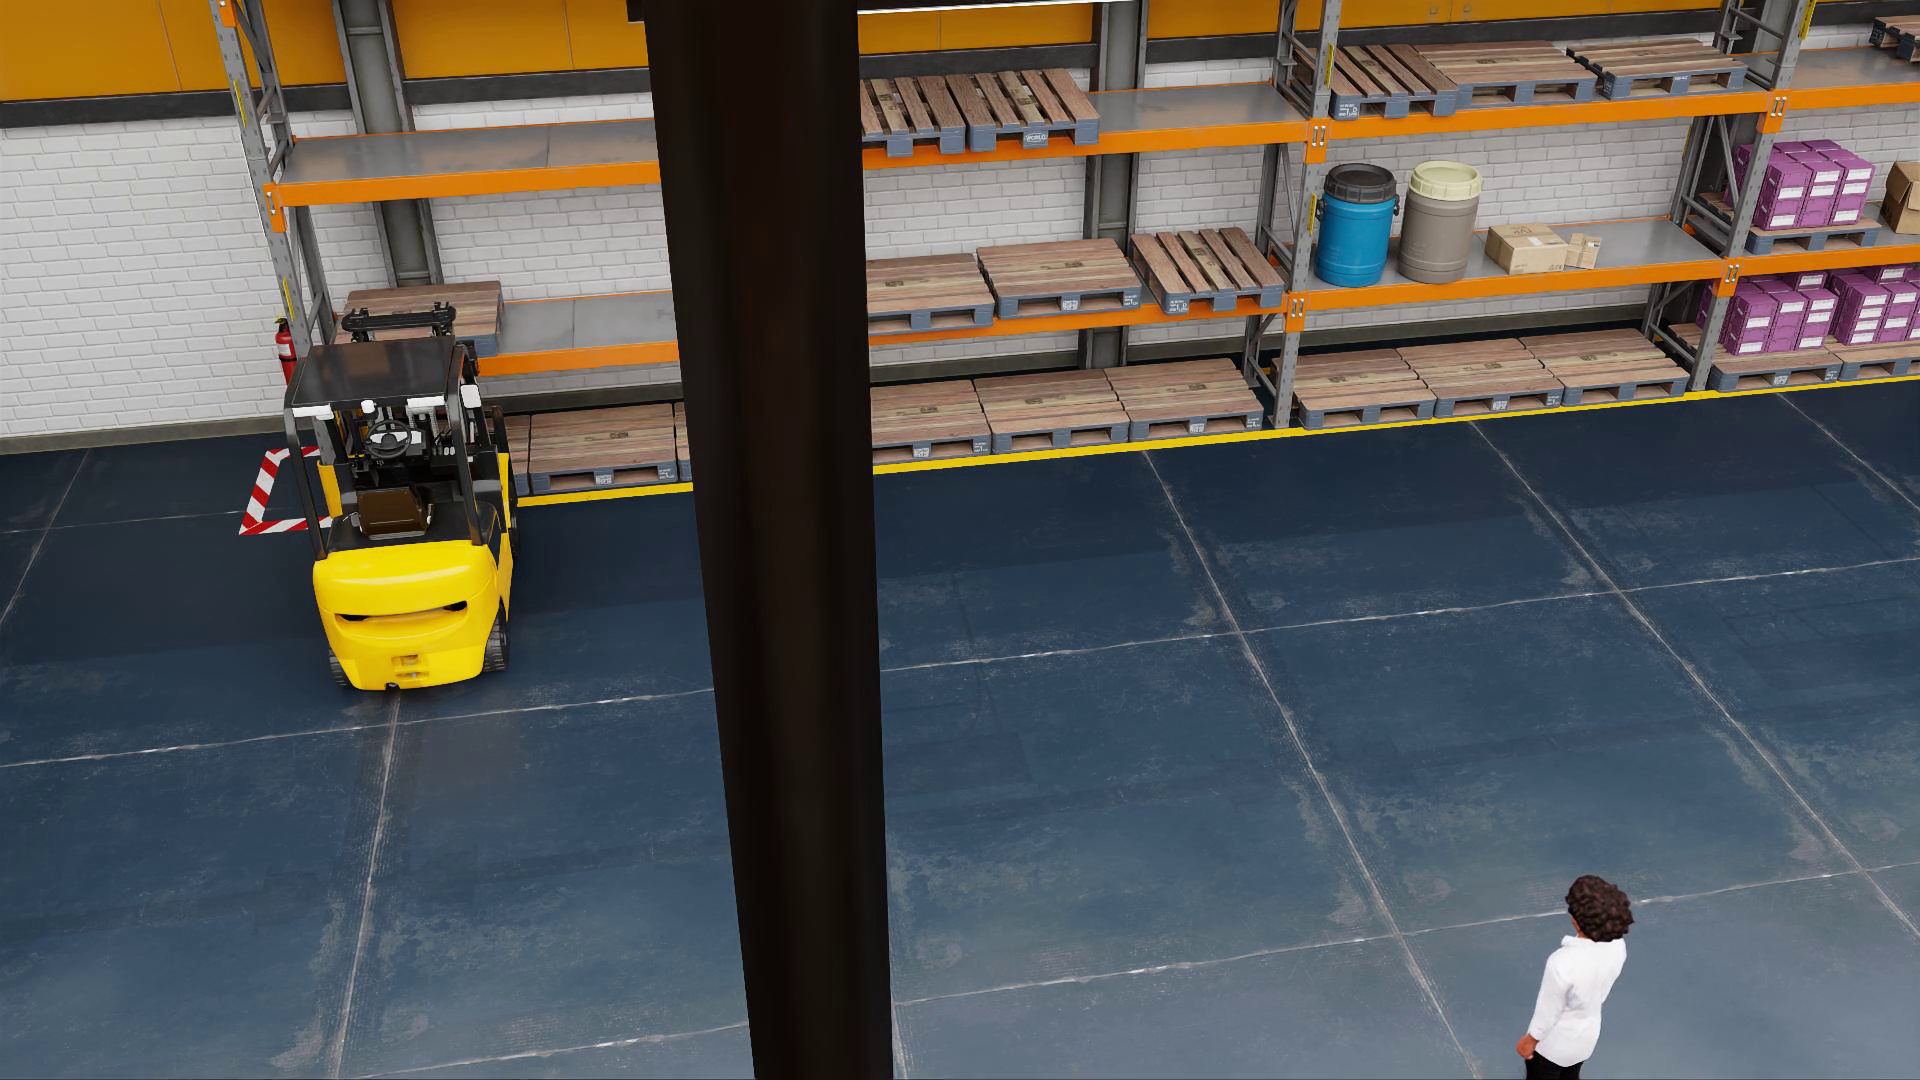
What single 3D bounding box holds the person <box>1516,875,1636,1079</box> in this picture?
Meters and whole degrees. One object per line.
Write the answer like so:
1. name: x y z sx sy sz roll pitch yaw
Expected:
1. person: 2.937 2.344 8.060 0.601 1.808 0.761 -18 38 -25
